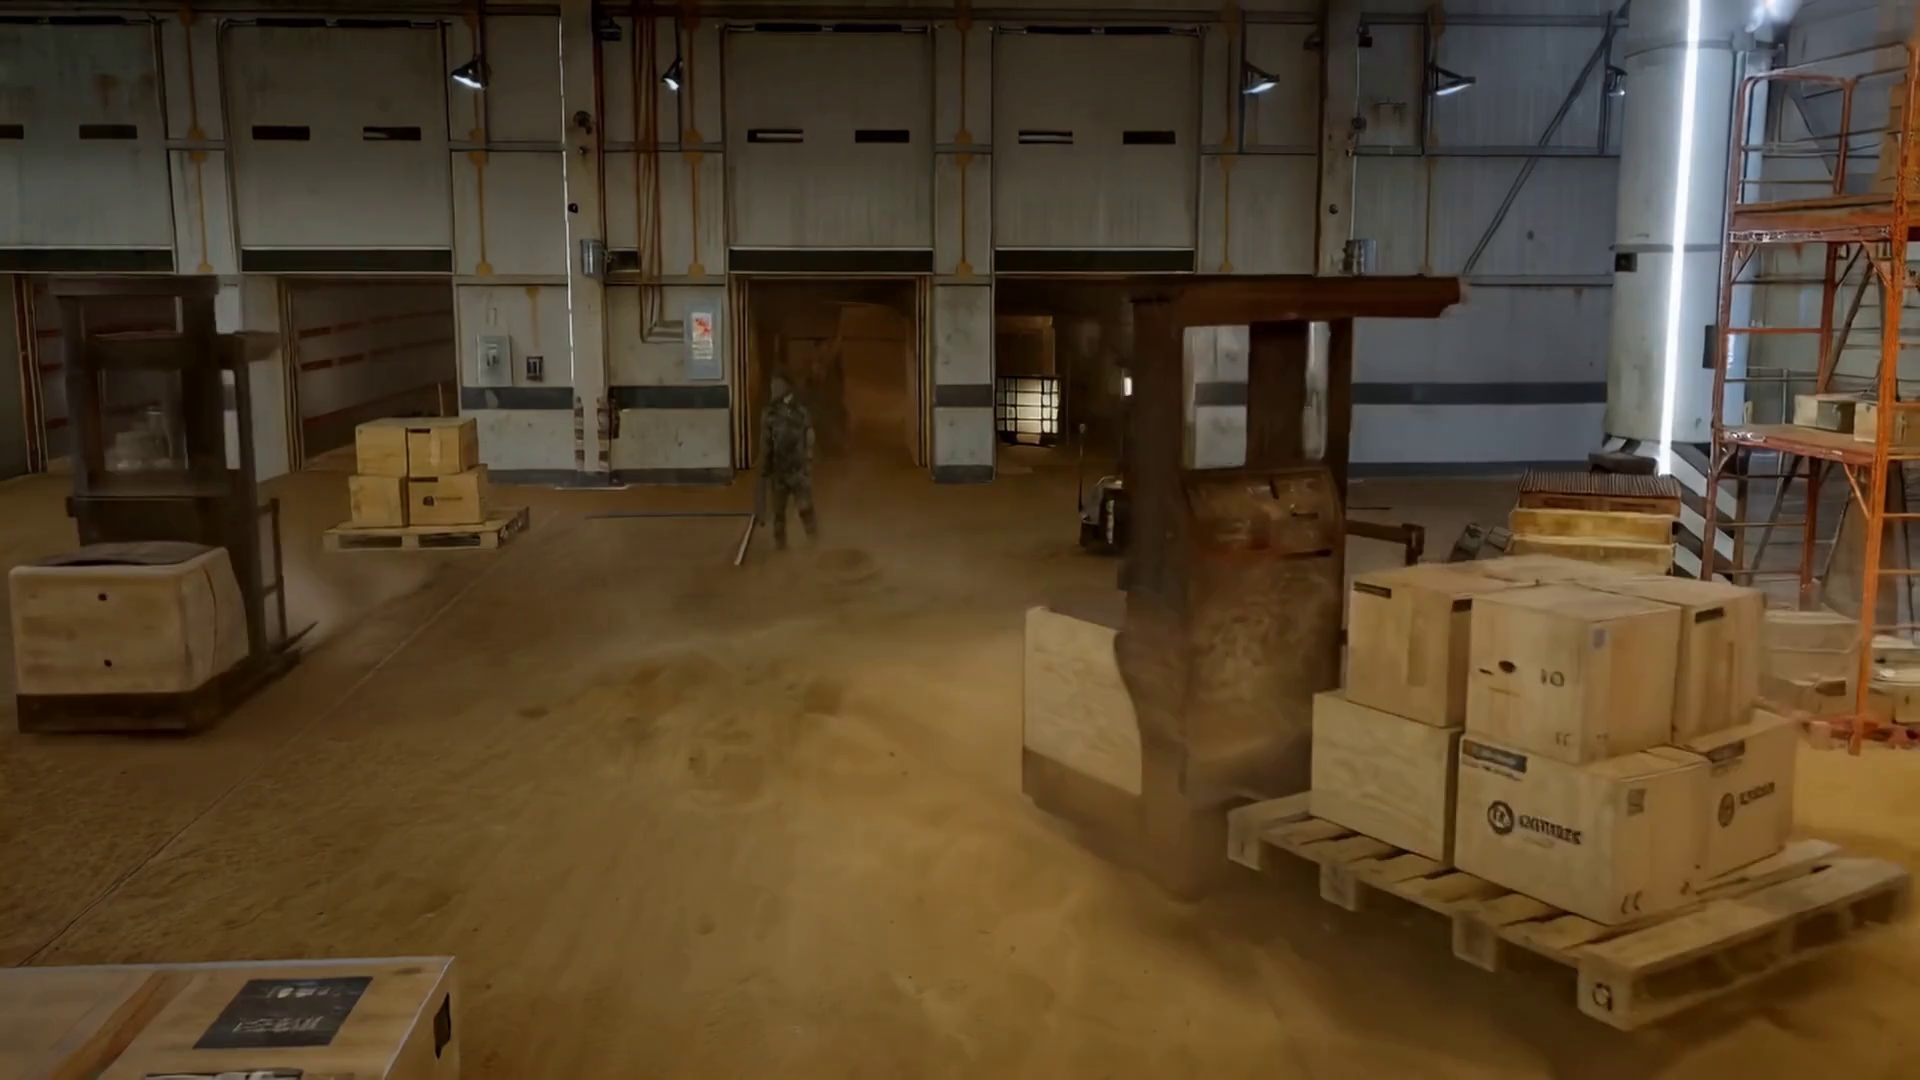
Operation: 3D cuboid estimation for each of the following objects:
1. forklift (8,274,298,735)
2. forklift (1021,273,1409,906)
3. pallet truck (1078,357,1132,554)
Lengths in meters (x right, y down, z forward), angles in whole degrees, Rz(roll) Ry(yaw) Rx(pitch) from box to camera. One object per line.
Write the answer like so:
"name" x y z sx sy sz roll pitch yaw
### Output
"forklift" -5.210 -0.310 10.694 1.129 2.768 1.873 -1 9 -4
"forklift" 1.232 0.087 8.200 1.129 2.768 1.873 -6 11 -32
"pallet truck" 2.088 -0.836 16.757 1.885 1.965 0.823 2 9 13
